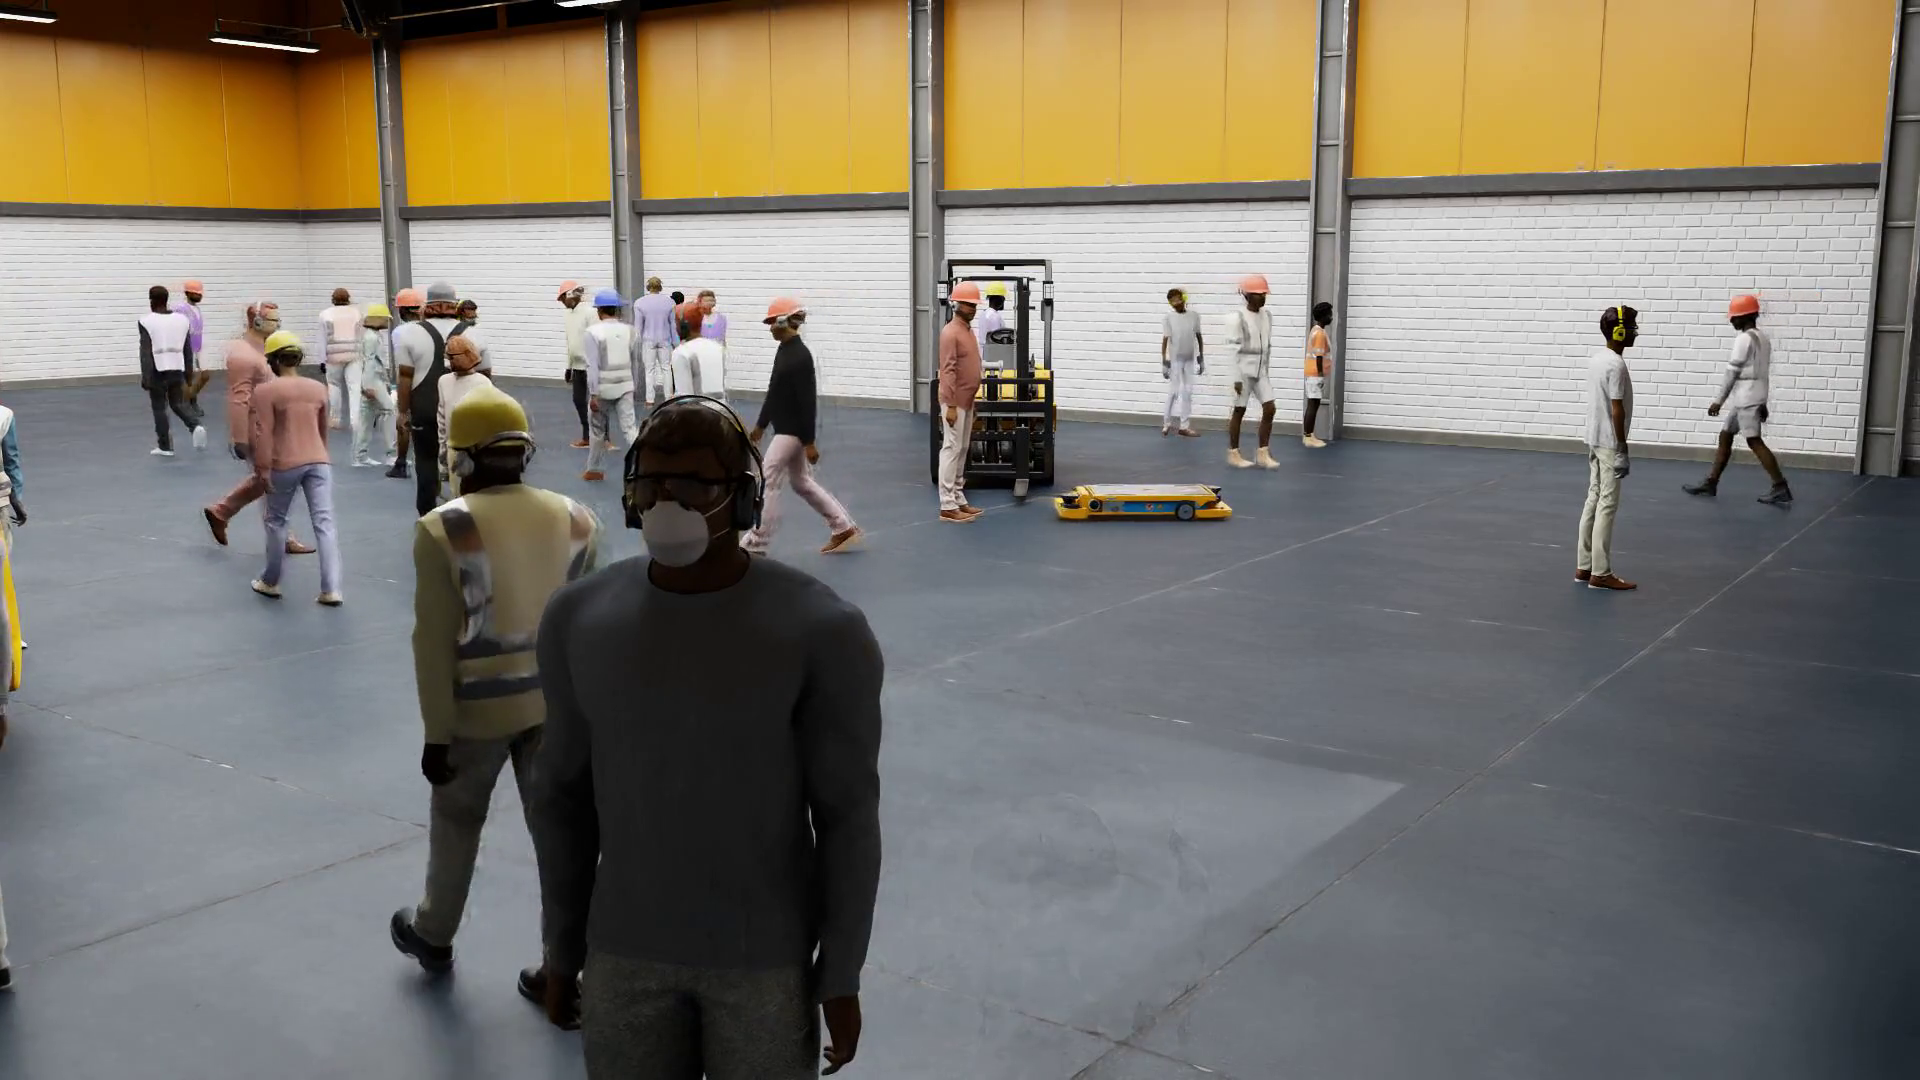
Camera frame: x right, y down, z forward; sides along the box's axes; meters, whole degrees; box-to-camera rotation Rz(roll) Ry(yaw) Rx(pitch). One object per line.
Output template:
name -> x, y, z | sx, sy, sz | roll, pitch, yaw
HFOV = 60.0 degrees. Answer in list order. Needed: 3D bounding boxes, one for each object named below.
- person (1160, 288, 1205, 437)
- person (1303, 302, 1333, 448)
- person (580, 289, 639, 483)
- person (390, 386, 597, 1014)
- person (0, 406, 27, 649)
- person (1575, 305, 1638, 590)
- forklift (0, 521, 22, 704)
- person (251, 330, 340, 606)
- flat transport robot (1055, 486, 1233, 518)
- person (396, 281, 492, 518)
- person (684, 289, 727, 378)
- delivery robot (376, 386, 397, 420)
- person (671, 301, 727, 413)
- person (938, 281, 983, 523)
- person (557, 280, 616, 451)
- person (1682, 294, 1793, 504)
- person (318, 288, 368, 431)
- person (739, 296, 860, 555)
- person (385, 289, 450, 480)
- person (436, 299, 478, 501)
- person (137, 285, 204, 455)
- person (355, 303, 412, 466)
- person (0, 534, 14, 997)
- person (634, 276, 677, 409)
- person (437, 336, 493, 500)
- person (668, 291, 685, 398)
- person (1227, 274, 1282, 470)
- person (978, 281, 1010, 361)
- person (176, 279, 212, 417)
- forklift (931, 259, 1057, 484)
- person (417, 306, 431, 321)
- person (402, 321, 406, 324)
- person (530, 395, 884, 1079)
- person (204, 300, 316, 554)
person -> 2.718, -2.179, 20.475 | 0.595, 1.836, 0.401 | -3, 10, -19
person -> 4.157, -1.915, 19.317 | 0.321, 1.690, 0.530 | 1, 10, 8
person -> -3.303, -1.457, 15.964 | 0.989, 1.905, 0.629 | 9, 13, 44
person -> -1.390, 0.450, 4.903 | 0.627, 1.794, 0.866 | -9, 13, -44
person -> -5.412, -0.180, 9.128 | 0.311, 1.639, 0.513 | 8, 13, 41
person -> 4.305, -0.609, 10.998 | 0.328, 1.872, 0.513 | 0, 10, 0
forklift -> -5.296, -0.090, 6.943 | 1.214, 2.155, 2.313 | 7, 12, 35
person -> -4.226, -0.453, 10.521 | 0.852, 1.719, 0.533 | 8, 12, 40
flat transport robot -> 1.544, -0.332, 14.103 | 1.431, 0.197, 0.652 | 0, 10, -2
person -> -4.088, -1.058, 13.167 | 0.749, 2.000, 0.838 | -4, 10, -23
person -> -3.167, -2.197, 20.602 | 0.576, 1.826, 0.783 | -5, 11, -27
delivery robot -> -7.299, -1.743, 21.384 | 0.477, 0.478, 0.707 | -8, 12, -39
person -> -1.915, -0.809, 12.194 | 0.451, 1.867, 0.596 | 7, 12, 35
person -> 0.014, -1.150, 13.860 | 0.392, 1.991, 0.612 | 3, 10, 17
person -> -4.236, -1.973, 18.939 | 0.778, 1.950, 0.390 | 9, 13, 44
person -> 7.086, -1.267, 14.952 | 0.985, 1.880, 0.533 | 8, 12, 38
person -> -7.911, -2.314, 21.327 | 0.653, 1.808, 0.843 | -5, 11, -30
person -> -1.220, -0.802, 12.017 | 1.038, 1.916, 0.589 | -2, 10, -12
person -> -5.312, -1.521, 16.371 | 0.967, 1.901, 0.564 | 6, 11, 33
person -> -4.425, -1.185, 14.533 | 0.592, 1.839, 0.557 | 3, 10, 17
person -> -8.768, -1.875, 18.466 | 0.616, 1.904, 0.598 | 6, 11, 30
person -> -6.072, -1.624, 17.489 | 0.717, 1.710, 0.511 | -3, 10, -17
person -> -2.986, 0.488, 4.692 | 0.404, 1.807, 0.608 | 7, 12, 36
person -> -4.454, -2.891, 24.383 | 0.636, 1.938, 0.355 | -4, 10, -21
person -> -3.528, -0.640, 11.890 | 0.501, 1.631, 0.285 | 5, 11, 27
person -> -4.302, -2.954, 25.477 | 0.529, 1.697, 0.321 | -7, 12, -36
person -> 3.060, -1.708, 17.110 | 0.641, 2.013, 0.782 | -7, 12, -35
person -> 0.401, -2.076, 19.562 | 0.363, 1.928, 0.587 | -3, 10, -15
person -> -10.587, -2.642, 22.962 | 0.435, 1.916, 0.574 | 1, 10, 4
forklift -> 0.370, -1.738, 16.759 | 1.214, 2.155, 2.313 | 1, 10, 3
person -> -6.315, -1.955, 19.758 | 0.521, 1.651, 0.357 | -8, 13, -41
person -> -8.674, -3.078, 26.405 | 0.266, 1.631, 0.507 | 4, 10, 23
person -> -0.444, 0.719, 2.887 | 0.629, 1.940, 0.372 | 2, 10, 12
person -> -5.231, -0.825, 12.277 | 0.819, 1.882, 0.655 | 0, 10, -1
